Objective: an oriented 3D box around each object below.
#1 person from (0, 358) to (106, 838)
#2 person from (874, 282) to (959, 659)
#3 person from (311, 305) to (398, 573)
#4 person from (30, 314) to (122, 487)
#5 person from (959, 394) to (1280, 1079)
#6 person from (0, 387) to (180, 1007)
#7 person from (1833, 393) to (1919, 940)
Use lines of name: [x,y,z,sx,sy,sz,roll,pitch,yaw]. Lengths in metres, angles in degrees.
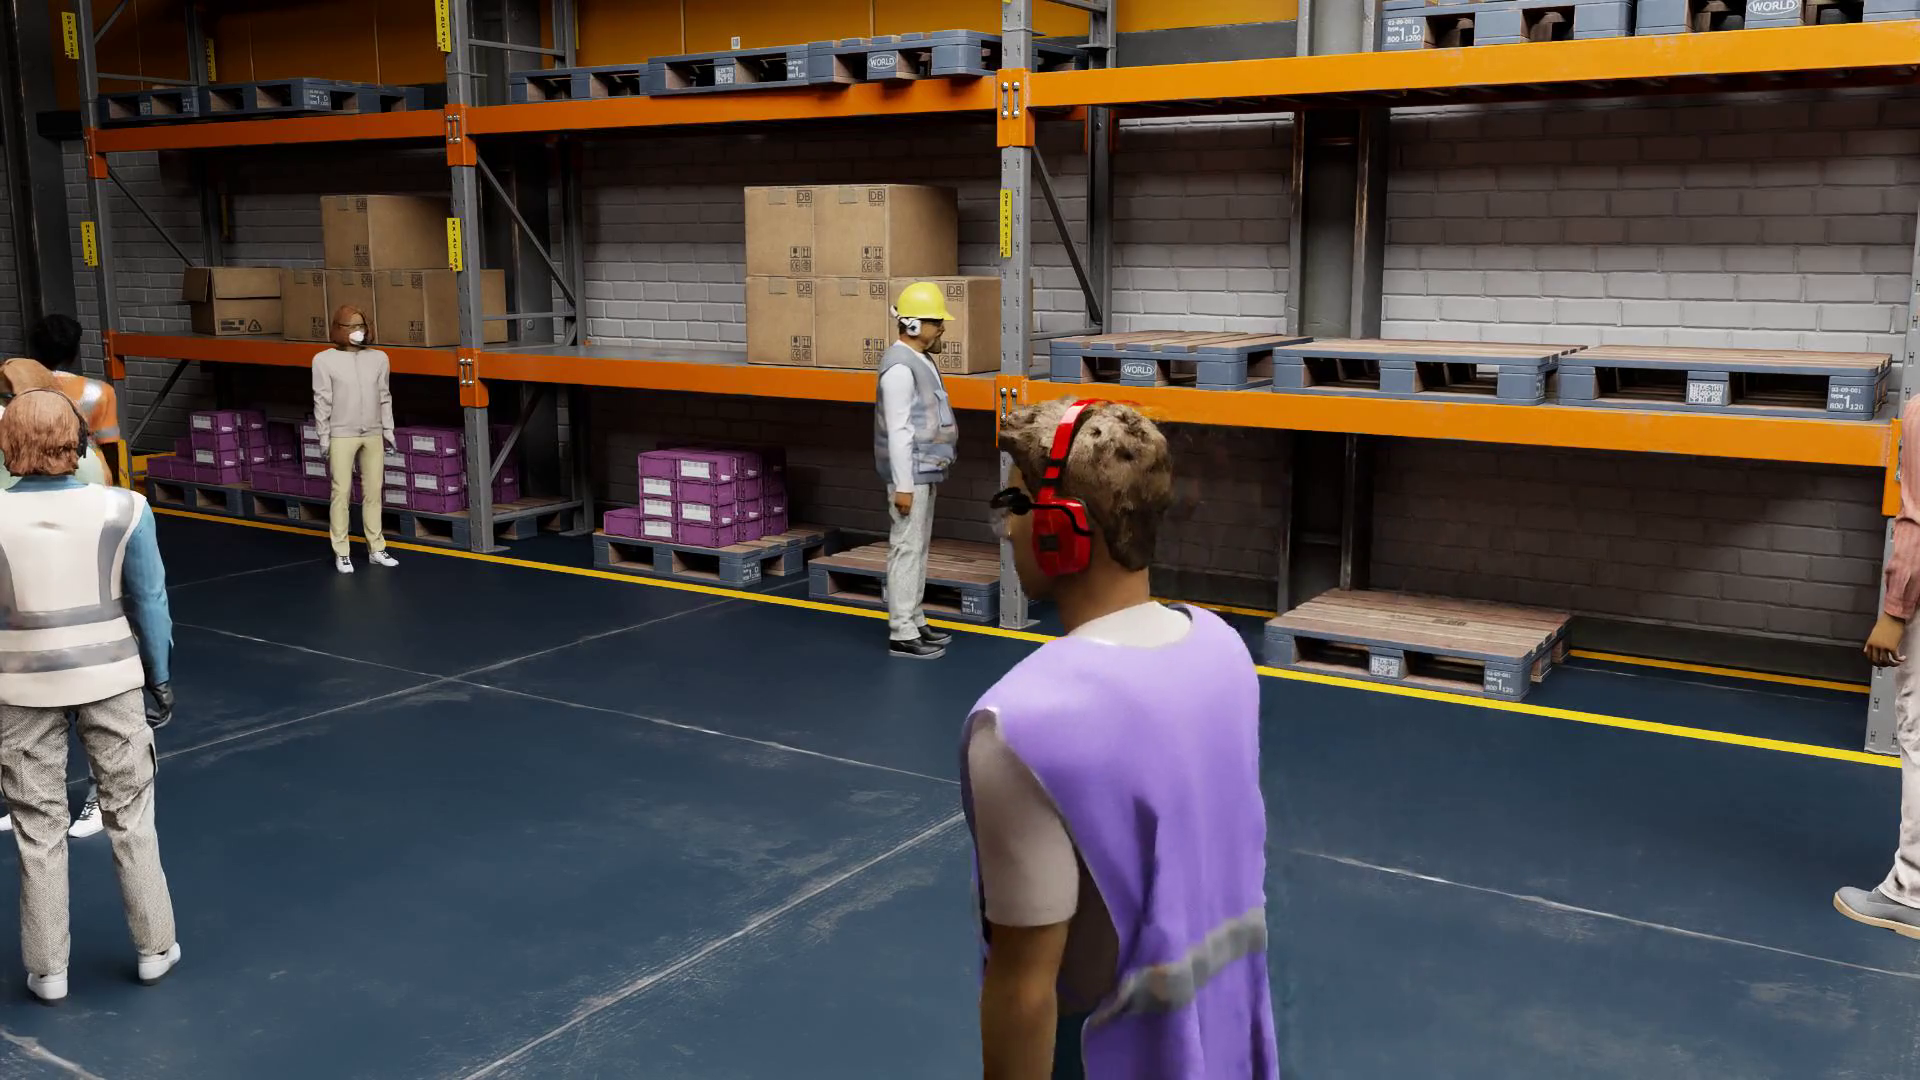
person: [-3.102,0.199,5.653,0.498,1.634,0.284,3,11,17]
person: [-0.209,-0.339,8.120,0.403,1.823,0.585,2,10,10]
person: [-3.702,-0.622,10.206,0.277,1.632,0.507,9,14,42]
person: [-4.292,-0.236,7.954,0.538,1.678,0.649,-2,10,-9]
person: [0.183,0.725,2.202,0.455,1.828,0.593,8,13,38]
person: [-2.372,0.418,4.429,0.521,1.639,0.311,-5,12,-28]
person: [2.895,0.167,4.828,0.611,1.997,0.375,-5,11,-24]
